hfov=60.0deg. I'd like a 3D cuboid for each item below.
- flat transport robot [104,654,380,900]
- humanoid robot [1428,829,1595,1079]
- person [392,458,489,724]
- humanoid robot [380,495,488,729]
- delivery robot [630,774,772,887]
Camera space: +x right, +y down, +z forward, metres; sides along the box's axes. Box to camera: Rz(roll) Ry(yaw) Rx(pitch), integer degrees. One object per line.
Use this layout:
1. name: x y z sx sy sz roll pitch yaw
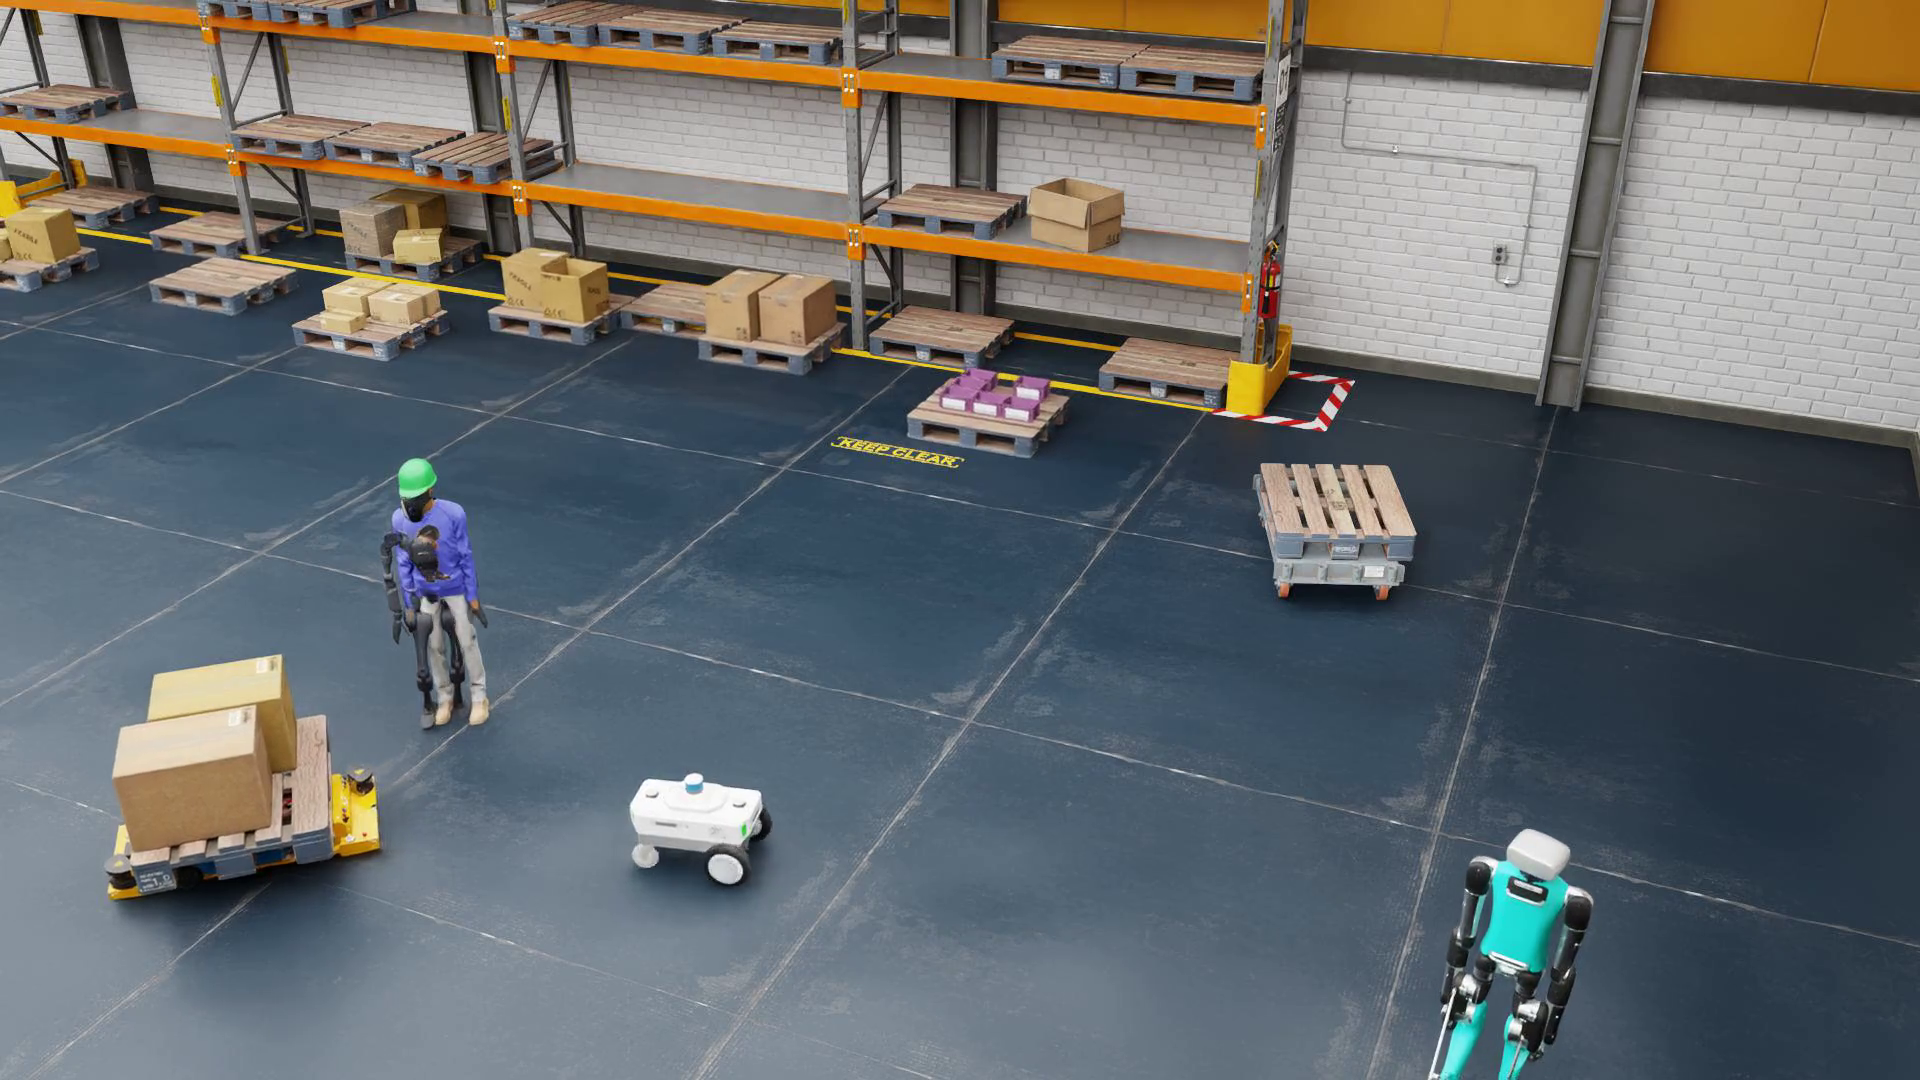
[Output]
1. flat transport robot: -4.142 1.687 9.660 1.431 0.231 0.659 -9 29 -17
2. humanoid robot: 2.278 2.184 7.182 0.542 1.847 0.774 15 31 27
3. person: -3.303 0.329 10.561 0.471 1.863 0.366 -2 27 -4
4. humanoid robot: -3.318 0.433 10.556 0.585 1.653 0.400 -9 29 -18
5. delivery robot: -1.470 1.614 9.497 0.775 0.601 0.499 5 28 9
